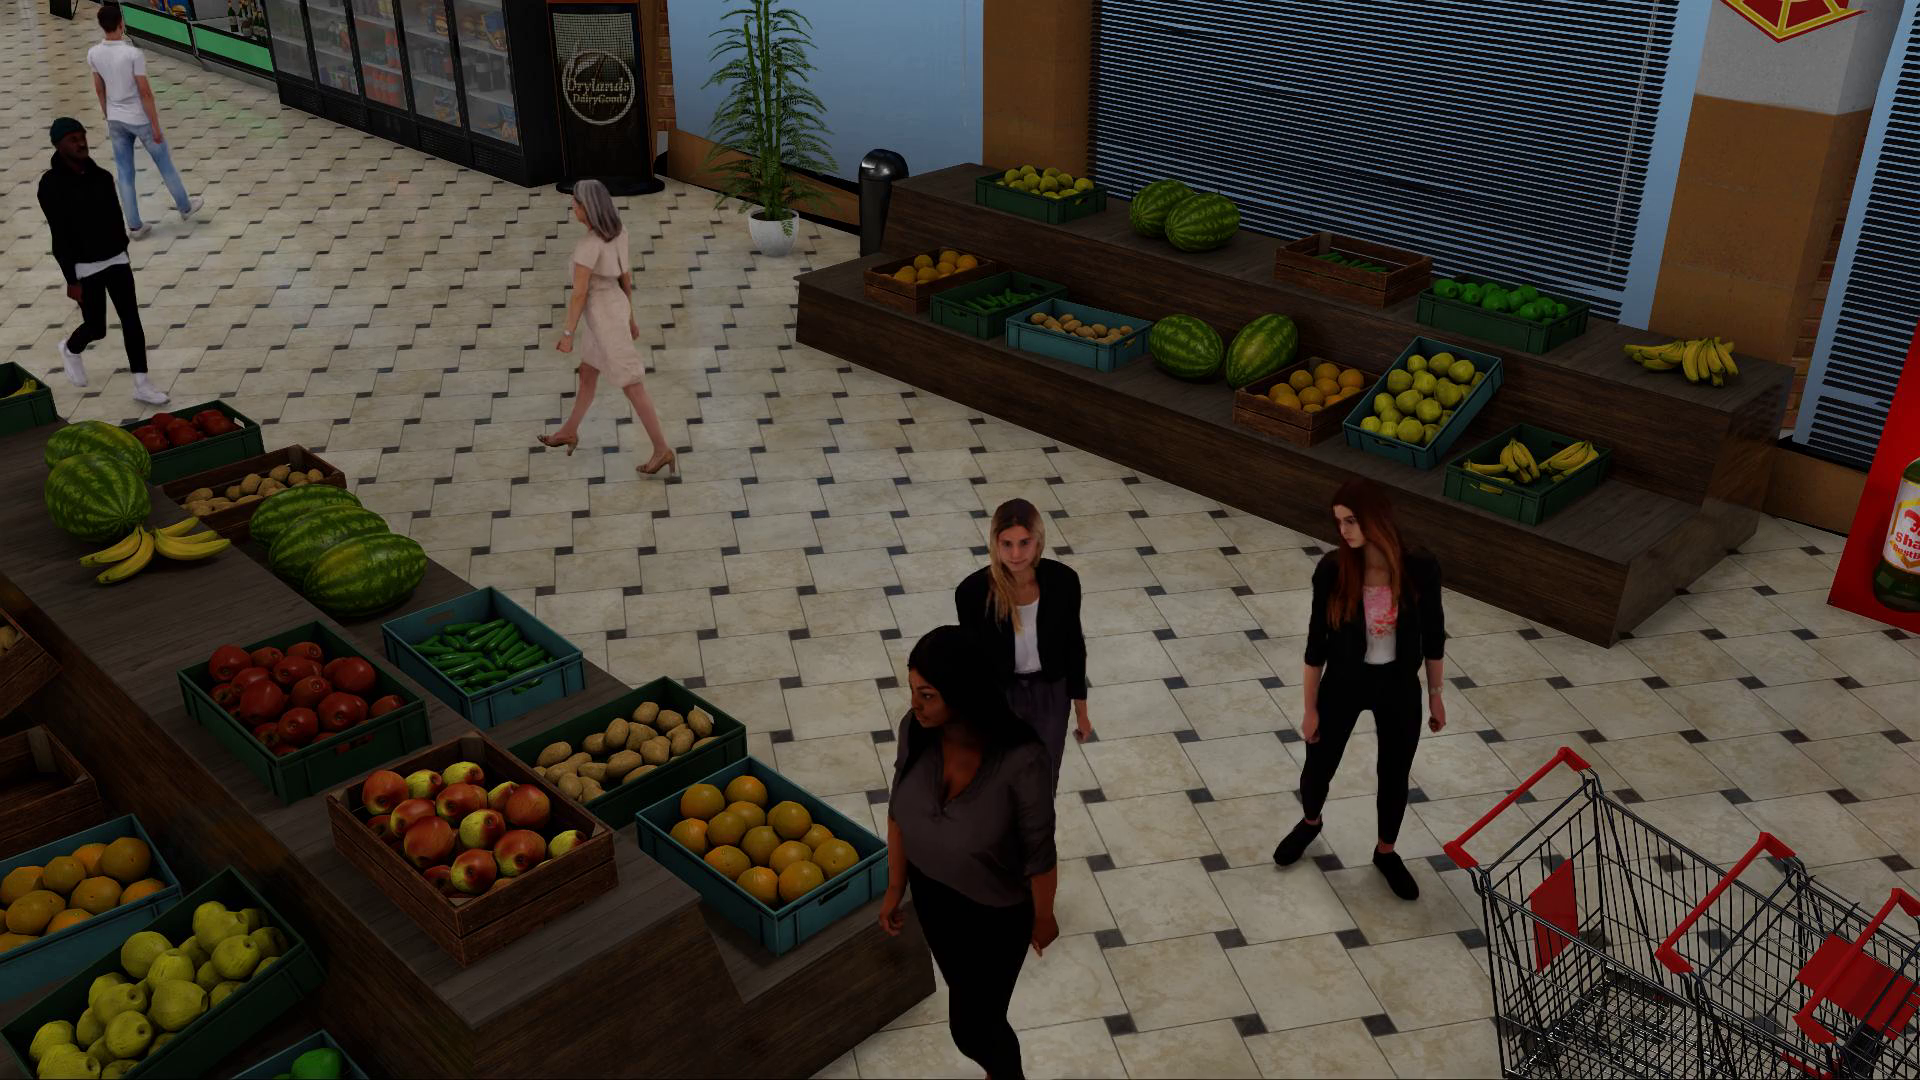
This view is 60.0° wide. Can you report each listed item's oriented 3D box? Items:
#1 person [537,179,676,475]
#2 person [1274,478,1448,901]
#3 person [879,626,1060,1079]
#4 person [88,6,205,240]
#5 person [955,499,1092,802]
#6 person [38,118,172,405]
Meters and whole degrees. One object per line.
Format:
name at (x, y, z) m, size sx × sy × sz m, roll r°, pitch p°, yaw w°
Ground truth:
person at (-1.866, -1.128, 9.293) m, size 1.166 × 1.696 × 1.001 m, roll 4°, pitch 27°, yaw 9°
person at (1.455, 0.533, 6.032) m, size 0.807 × 1.682 × 0.881 m, roll -5°, pitch 27°, yaw -9°
person at (0.088, 1.022, 4.926) m, size 0.678 × 1.811 × 0.763 m, roll 17°, pitch 32°, yaw 31°
person at (-6.808, -3.374, 13.578) m, size 1.105 × 1.825 × 1.134 m, roll 2°, pitch 27°, yaw 4°
person at (0.192, 0.570, 5.986) m, size 0.767 × 1.658 × 0.820 m, roll -7°, pitch 28°, yaw -14°
person at (-5.414, -1.707, 10.316) m, size 1.109 × 1.802 × 0.853 m, roll 14°, pitch 30°, yaw 25°
